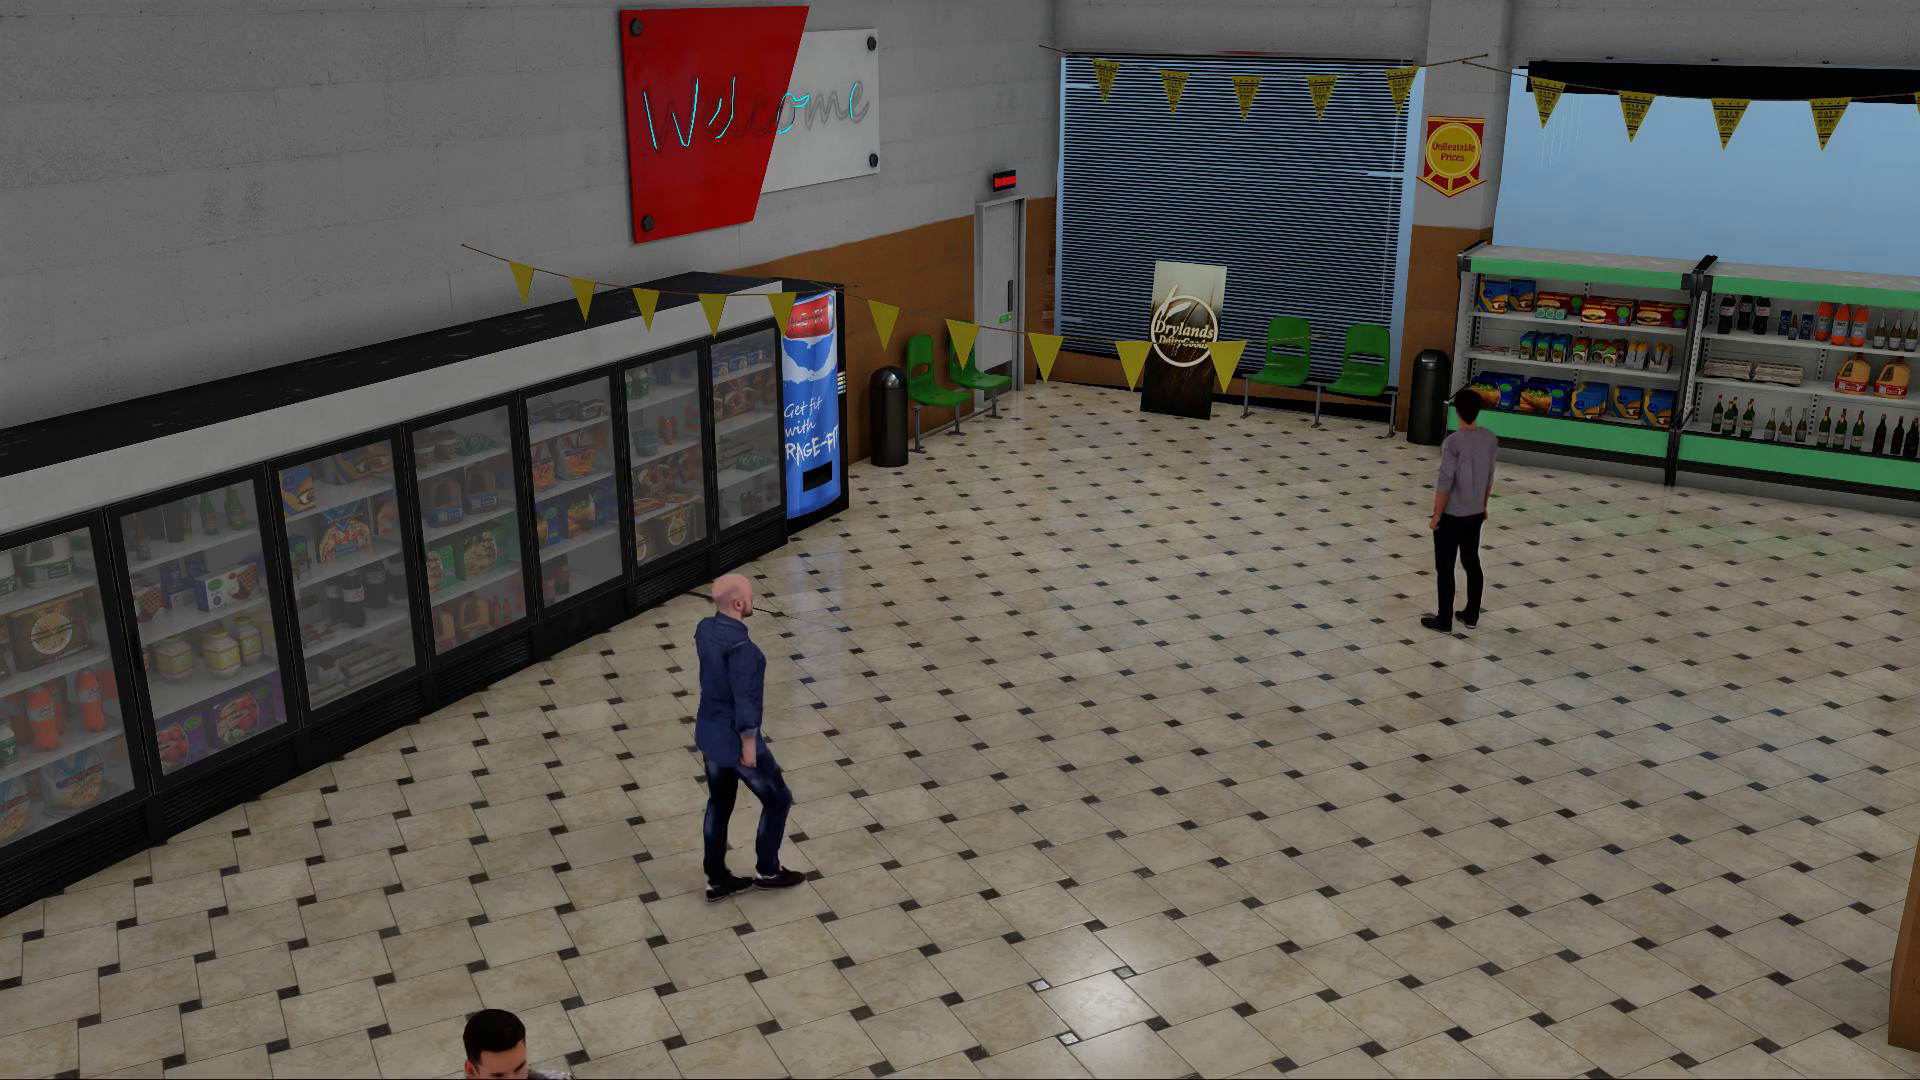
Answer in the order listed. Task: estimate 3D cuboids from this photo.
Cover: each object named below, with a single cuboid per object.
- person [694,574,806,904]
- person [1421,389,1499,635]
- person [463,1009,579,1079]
[{"bbox_3d":[-1.233,1.065,8.588,0.929,1.809,0.828,-15,24,-37],"label":"person"},{"bbox_3d":[3.718,-0.215,12.332,0.730,1.842,0.737,-8,20,-23],"label":"person"},{"bbox_3d":[-1.396,2.210,5.172,0.996,1.821,1.229,-14,23,-35],"label":"person"}]
